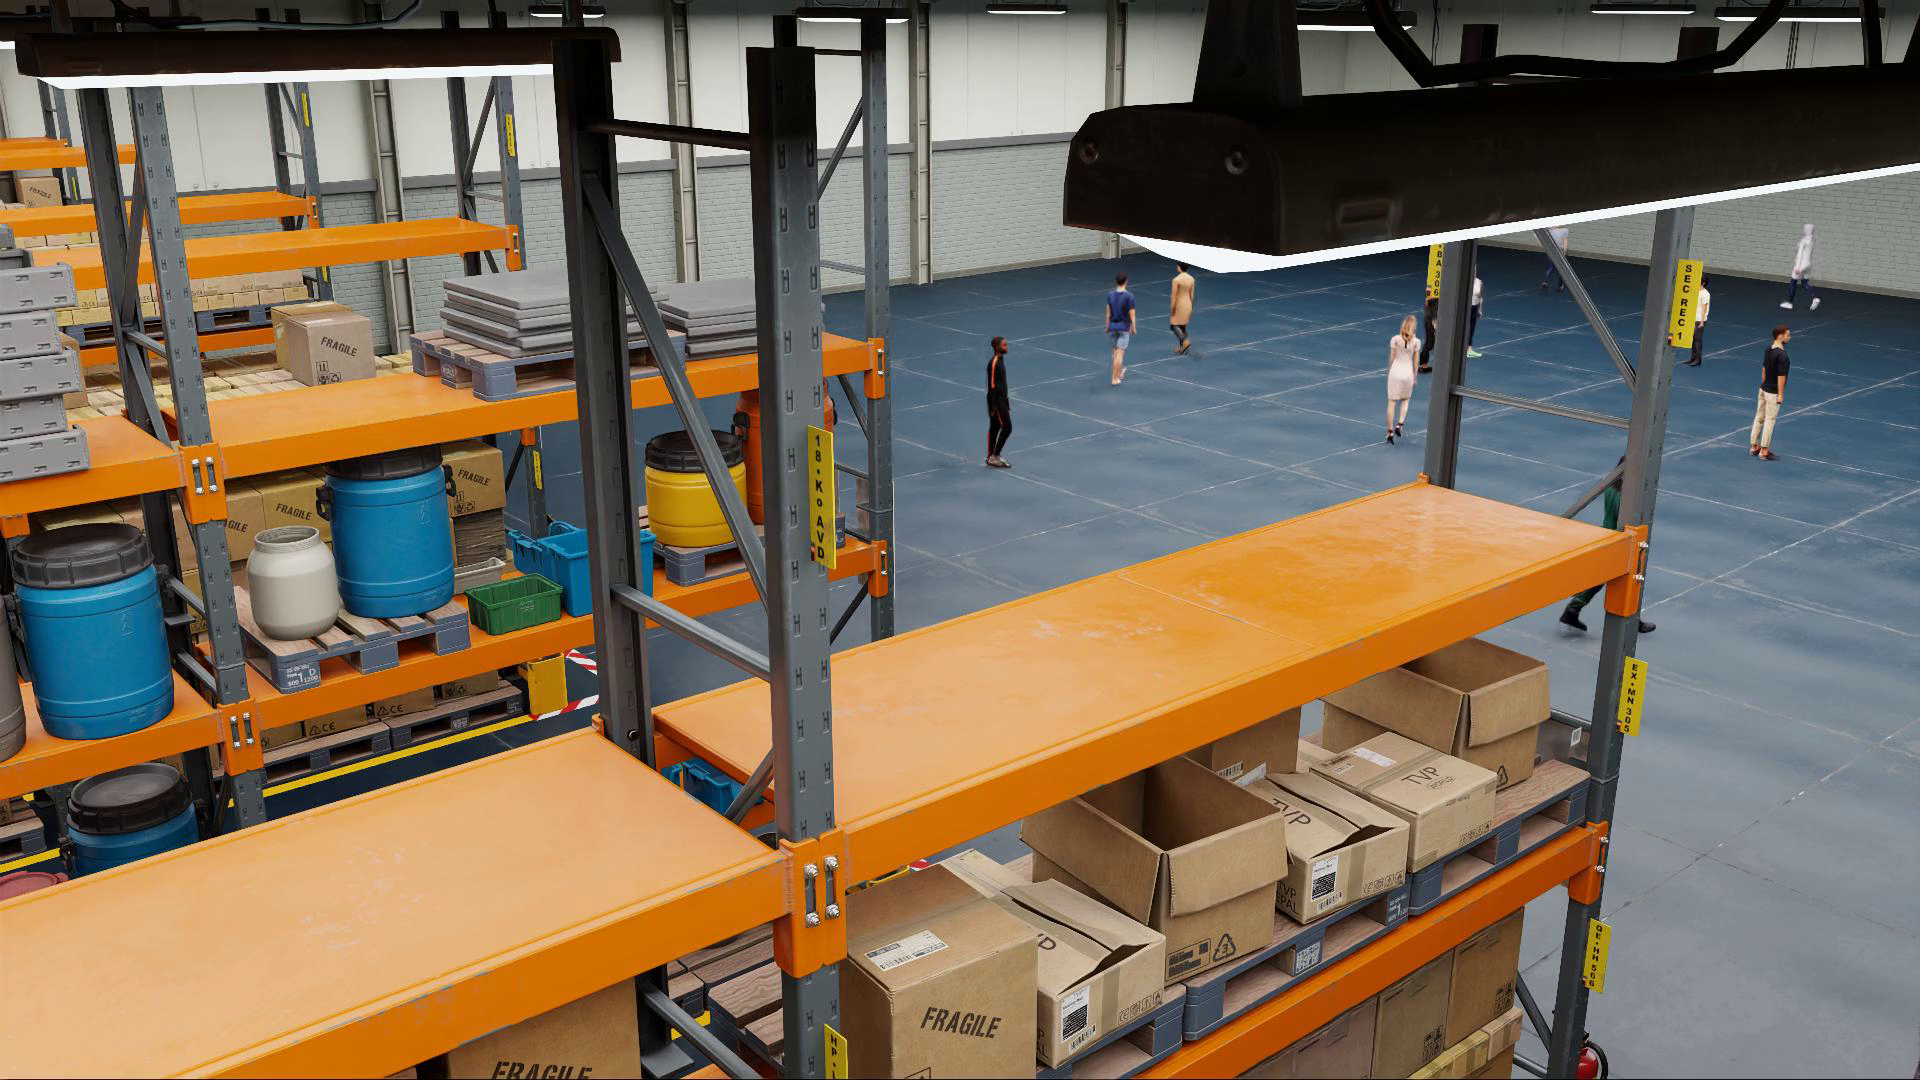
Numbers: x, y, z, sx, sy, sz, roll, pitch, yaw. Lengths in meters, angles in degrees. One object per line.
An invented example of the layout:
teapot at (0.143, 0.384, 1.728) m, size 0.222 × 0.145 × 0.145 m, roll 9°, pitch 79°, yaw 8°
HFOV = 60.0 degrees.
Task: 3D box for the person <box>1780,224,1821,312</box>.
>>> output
person at (17.185, -5.506, 33.754) m, size 1.071 × 1.750 × 0.848 m, roll -9°, pitch 20°, yaw -26°

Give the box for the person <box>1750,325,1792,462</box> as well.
person at (11.204, -2.048, 22.966) m, size 0.735 × 1.856 × 0.705 m, roll -1°, pitch 18°, yaw -2°

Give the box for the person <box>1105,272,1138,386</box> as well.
person at (2.586, -3.447, 27.320) m, size 0.857 × 1.820 × 1.101 m, roll 10°, pitch 21°, yaw 28°

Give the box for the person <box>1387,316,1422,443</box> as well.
person at (6.300, -2.279, 23.755) m, size 0.695 × 1.806 × 0.749 m, roll 2°, pitch 18°, yaw 5°

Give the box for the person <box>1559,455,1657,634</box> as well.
person at (6.421, 0.063, 16.468) m, size 1.310 × 1.865 × 1.095 m, roll -3°, pitch 18°, yaw -8°

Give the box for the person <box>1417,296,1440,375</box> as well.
person at (7.977, -3.660, 28.209) m, size 0.899 × 1.674 × 0.790 m, roll 0°, pitch 18°, yaw -1°

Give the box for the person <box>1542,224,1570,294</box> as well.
person at (12.821, -6.138, 35.788) m, size 1.060 × 1.694 × 0.619 m, roll -17°, pitch 24°, yaw -41°

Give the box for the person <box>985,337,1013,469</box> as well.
person at (0.421, -1.856, 22.464) m, size 0.842 × 1.801 × 0.763 m, roll 4°, pitch 18°, yaw 12°

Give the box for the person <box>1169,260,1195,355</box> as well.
person at (3.995, -4.128, 29.585) m, size 0.824 × 1.712 × 0.785 m, roll -10°, pitch 21°, yaw -29°

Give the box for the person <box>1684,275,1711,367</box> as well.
person at (12.798, -3.809, 28.818) m, size 0.704 × 1.581 × 0.663 m, roll 0°, pitch 18°, yaw 0°
